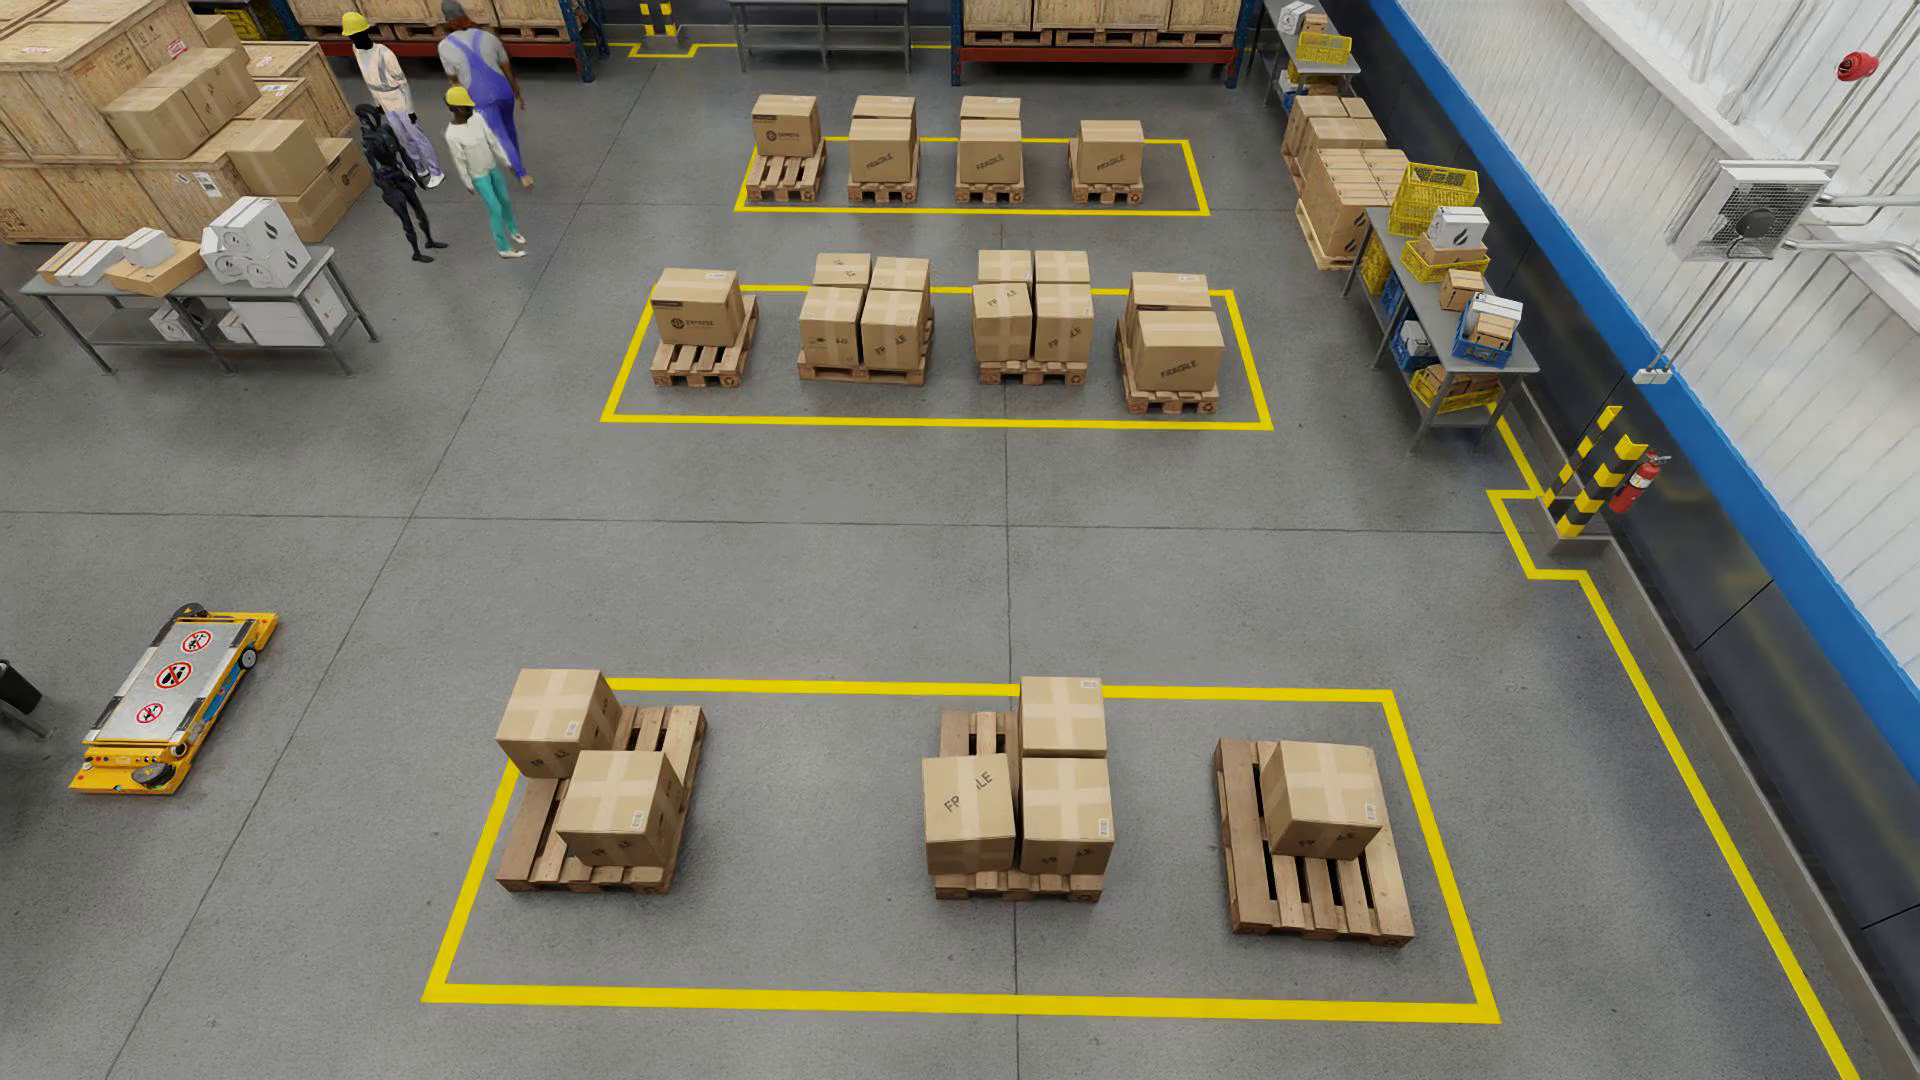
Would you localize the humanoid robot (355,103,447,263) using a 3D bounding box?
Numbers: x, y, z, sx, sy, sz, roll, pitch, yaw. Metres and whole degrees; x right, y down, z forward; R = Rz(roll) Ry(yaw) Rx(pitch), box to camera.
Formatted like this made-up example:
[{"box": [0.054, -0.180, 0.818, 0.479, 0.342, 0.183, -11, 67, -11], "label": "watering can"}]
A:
[{"box": [-5.878, -3.724, 9.593, 0.338, 1.651, 0.571, 5, 50, 4], "label": "humanoid robot"}]

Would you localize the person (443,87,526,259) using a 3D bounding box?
[{"box": [-4.985, -3.867, 9.672, 0.431, 1.739, 0.522, 10, 50, 8], "label": "person"}]

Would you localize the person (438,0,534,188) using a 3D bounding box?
[{"box": [-5.426, -5.160, 10.574, 0.684, 2.000, 1.017, -33, 57, -24], "label": "person"}]

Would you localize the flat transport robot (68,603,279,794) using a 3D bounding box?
[{"box": [-5.504, 1.072, 6.442, 0.652, 0.197, 1.431, 1, 50, 1], "label": "flat transport robot"}]

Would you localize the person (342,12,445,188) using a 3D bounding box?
[{"box": [-6.516, -5.025, 10.532, 0.585, 1.928, 0.367, 18, 52, 15], "label": "person"}]
